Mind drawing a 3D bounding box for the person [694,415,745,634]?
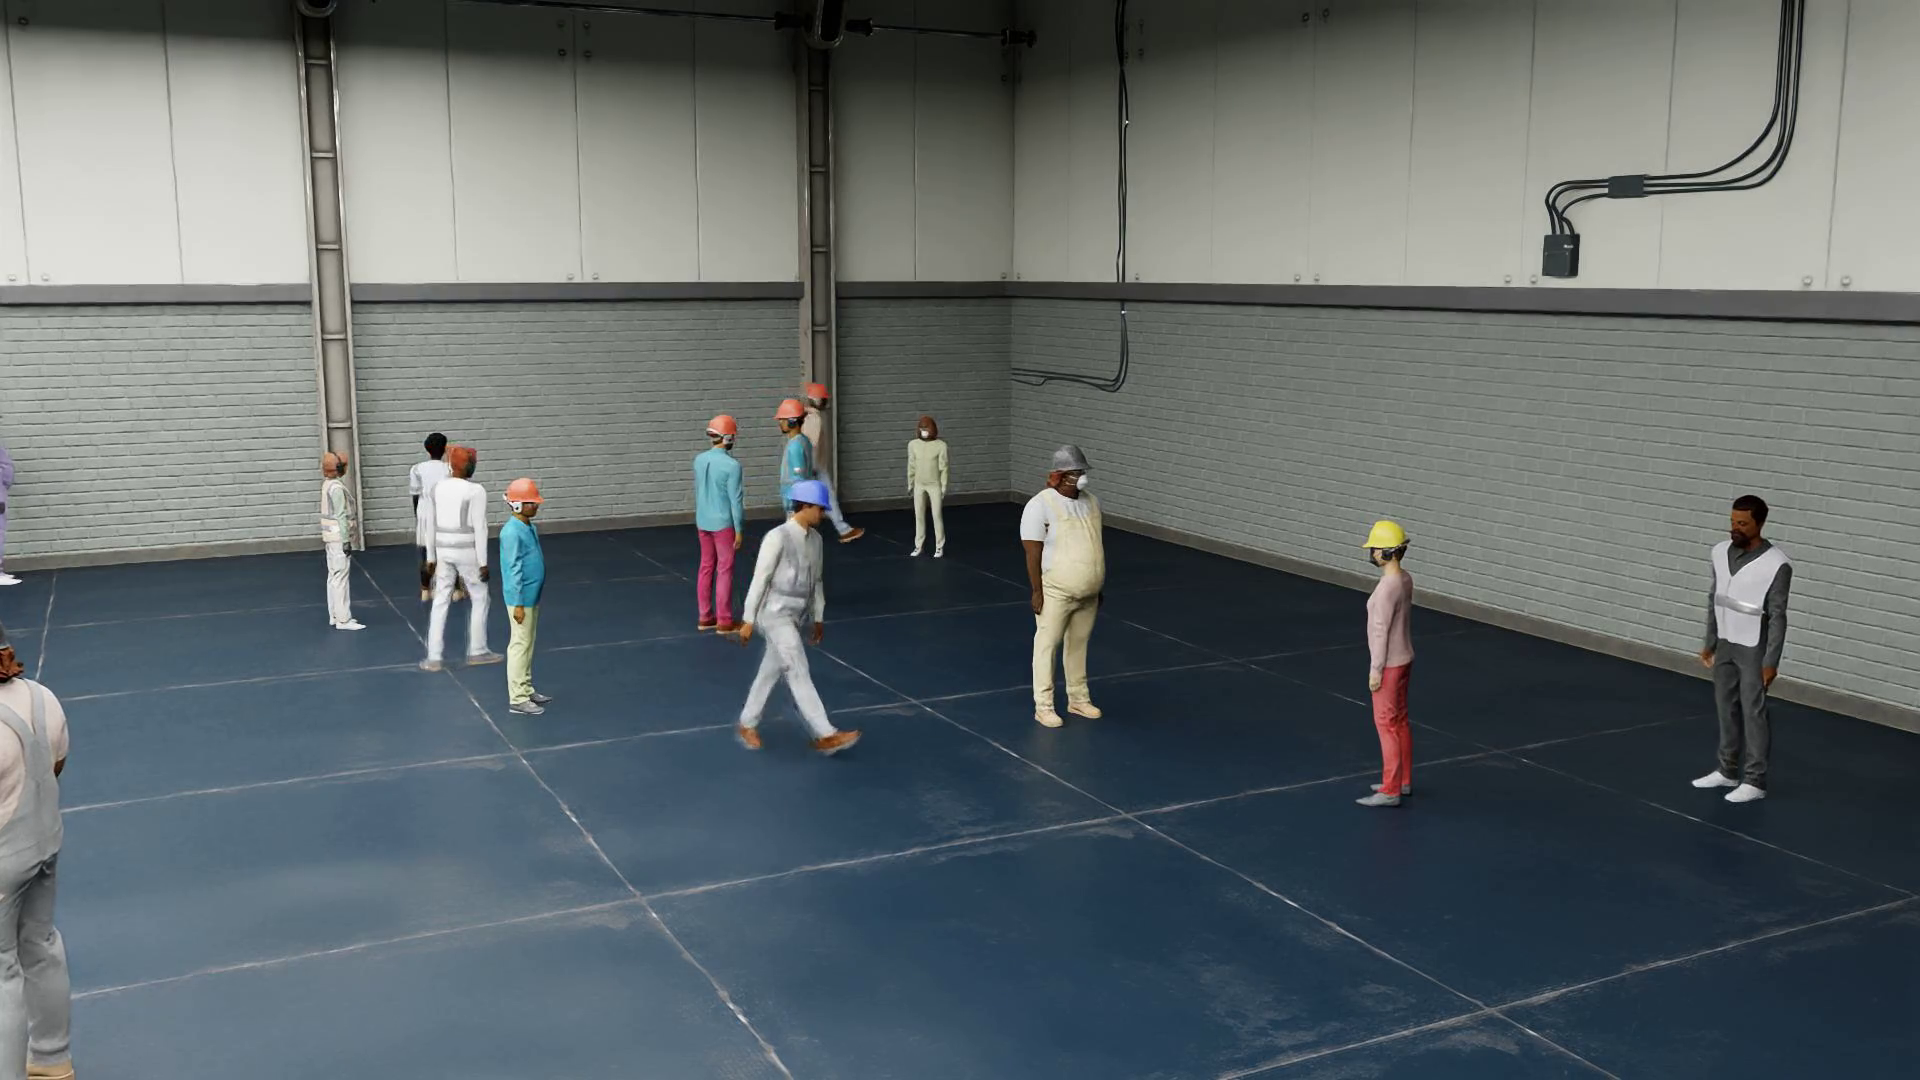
[{"bbox_3d":[-2.158,-0.142,15.096,0.607,1.987,0.416,8,12,40],"label":"person"}]

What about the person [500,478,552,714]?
[{"bbox_3d":[-3.229,0.407,12.399,0.336,1.749,0.575,0,9,-3],"label":"person"}]

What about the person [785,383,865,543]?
[{"bbox_3d":[-1.689,-0.910,19.941,1.012,1.937,0.644,-3,10,-19],"label":"person"}]

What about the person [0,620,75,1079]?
[{"bbox_3d":[-3.776,1.235,6.418,0.538,2.000,0.690,0,9,2],"label":"person"}]

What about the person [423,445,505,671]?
[{"bbox_3d":[-4.160,0.151,13.723,0.624,1.855,0.576,3,10,20],"label":"person"}]

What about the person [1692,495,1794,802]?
[{"bbox_3d":[4.891,0.662,10.349,0.386,1.913,0.593,-3,10,-16],"label":"person"}]

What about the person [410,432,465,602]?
[{"bbox_3d":[-5.162,-0.220,16.472,0.534,1.690,0.321,0,9,1],"label":"person"}]

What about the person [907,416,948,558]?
[{"bbox_3d":[-0.367,-0.605,19.046,0.499,1.628,0.284,4,10,21],"label":"person"}]

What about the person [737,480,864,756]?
[{"bbox_3d":[-1.147,0.534,11.261,0.985,1.867,0.663,4,10,23],"label":"person"}]

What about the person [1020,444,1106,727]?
[{"bbox_3d":[0.805,0.321,12.048,0.684,2.000,0.538,-7,12,-38],"label":"person"}]

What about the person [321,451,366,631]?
[{"bbox_3d":[-5.674,0.005,15.216,0.307,1.645,0.519,-6,11,-31],"label":"person"}]

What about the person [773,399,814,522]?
[{"bbox_3d":[-1.613,-0.352,16.190,0.391,2.040,0.615,0,9,0],"label":"person"}]

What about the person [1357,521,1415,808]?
[{"bbox_3d":[2.624,0.754,10.252,0.336,1.760,0.523,5,11,30],"label":"person"}]

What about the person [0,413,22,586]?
[{"bbox_3d":[-10.090,-0.472,17.381,0.401,1.899,0.644,-8,12,-40],"label":"person"}]
